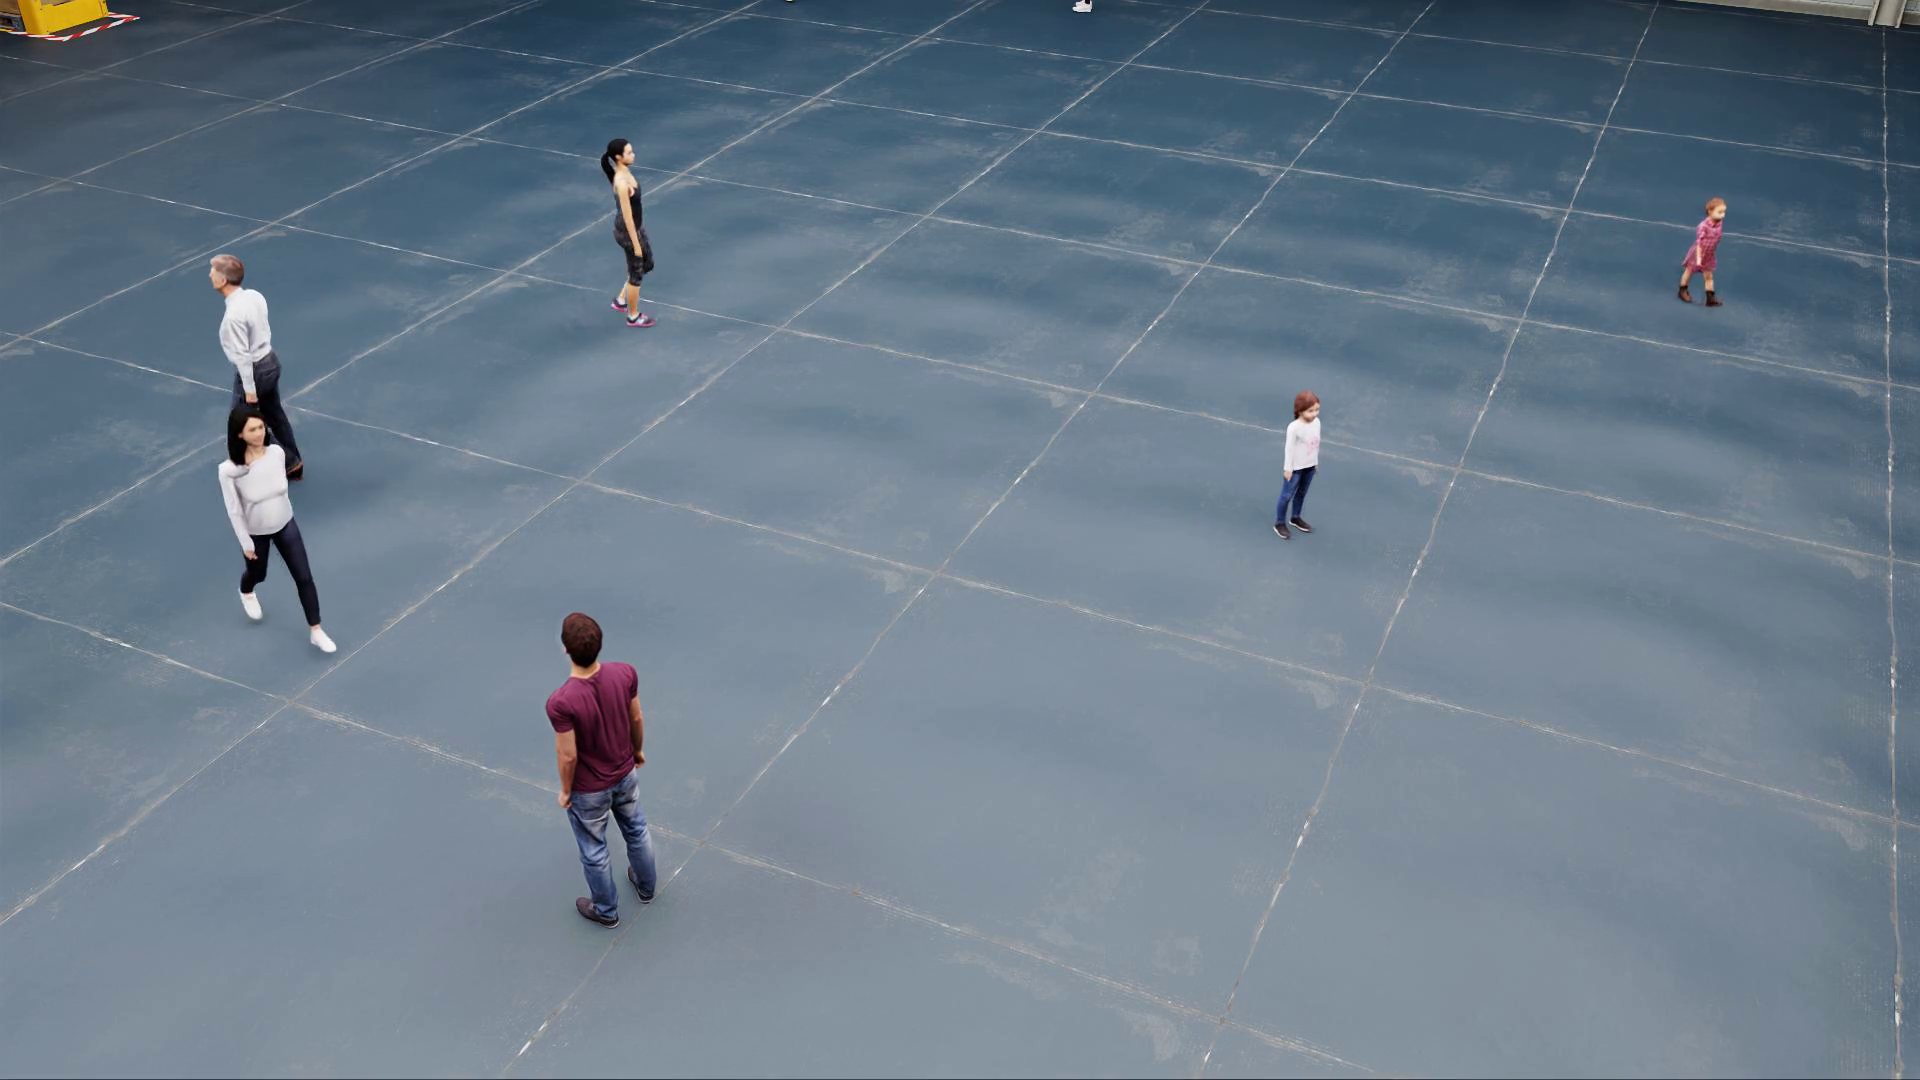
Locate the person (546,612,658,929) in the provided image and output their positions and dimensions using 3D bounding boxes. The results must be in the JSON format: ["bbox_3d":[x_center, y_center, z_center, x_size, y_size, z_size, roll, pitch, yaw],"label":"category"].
[{"bbox_3d":[-1.793,1.153,8.323,0.679,1.855,0.724,28,42,37],"label":"person"}]

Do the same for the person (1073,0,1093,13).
[{"bbox_3d":[1.783,-8.392,23.560,0.563,1.742,0.617,9,33,14],"label":"person"}]

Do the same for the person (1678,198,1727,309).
[{"bbox_3d":[6.728,-2.632,15.122,0.708,1.002,0.746,-9,33,-14],"label":"person"}]

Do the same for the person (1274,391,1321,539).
[{"bbox_3d":[2.396,-0.555,11.726,0.530,1.112,0.578,-19,37,-27],"label":"person"}]

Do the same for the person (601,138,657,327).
[{"bbox_3d":[-2.965,-2.652,14.485,0.774,1.715,0.717,-5,33,-7],"label":"person"}]

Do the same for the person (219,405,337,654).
[{"bbox_3d":[-4.417,-0.092,10.476,1.193,1.664,0.850,27,41,36],"label":"person"}]

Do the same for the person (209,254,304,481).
[{"bbox_3d":[-5.051,-1.216,12.122,0.796,1.808,0.781,0,32,-1],"label":"person"}]
